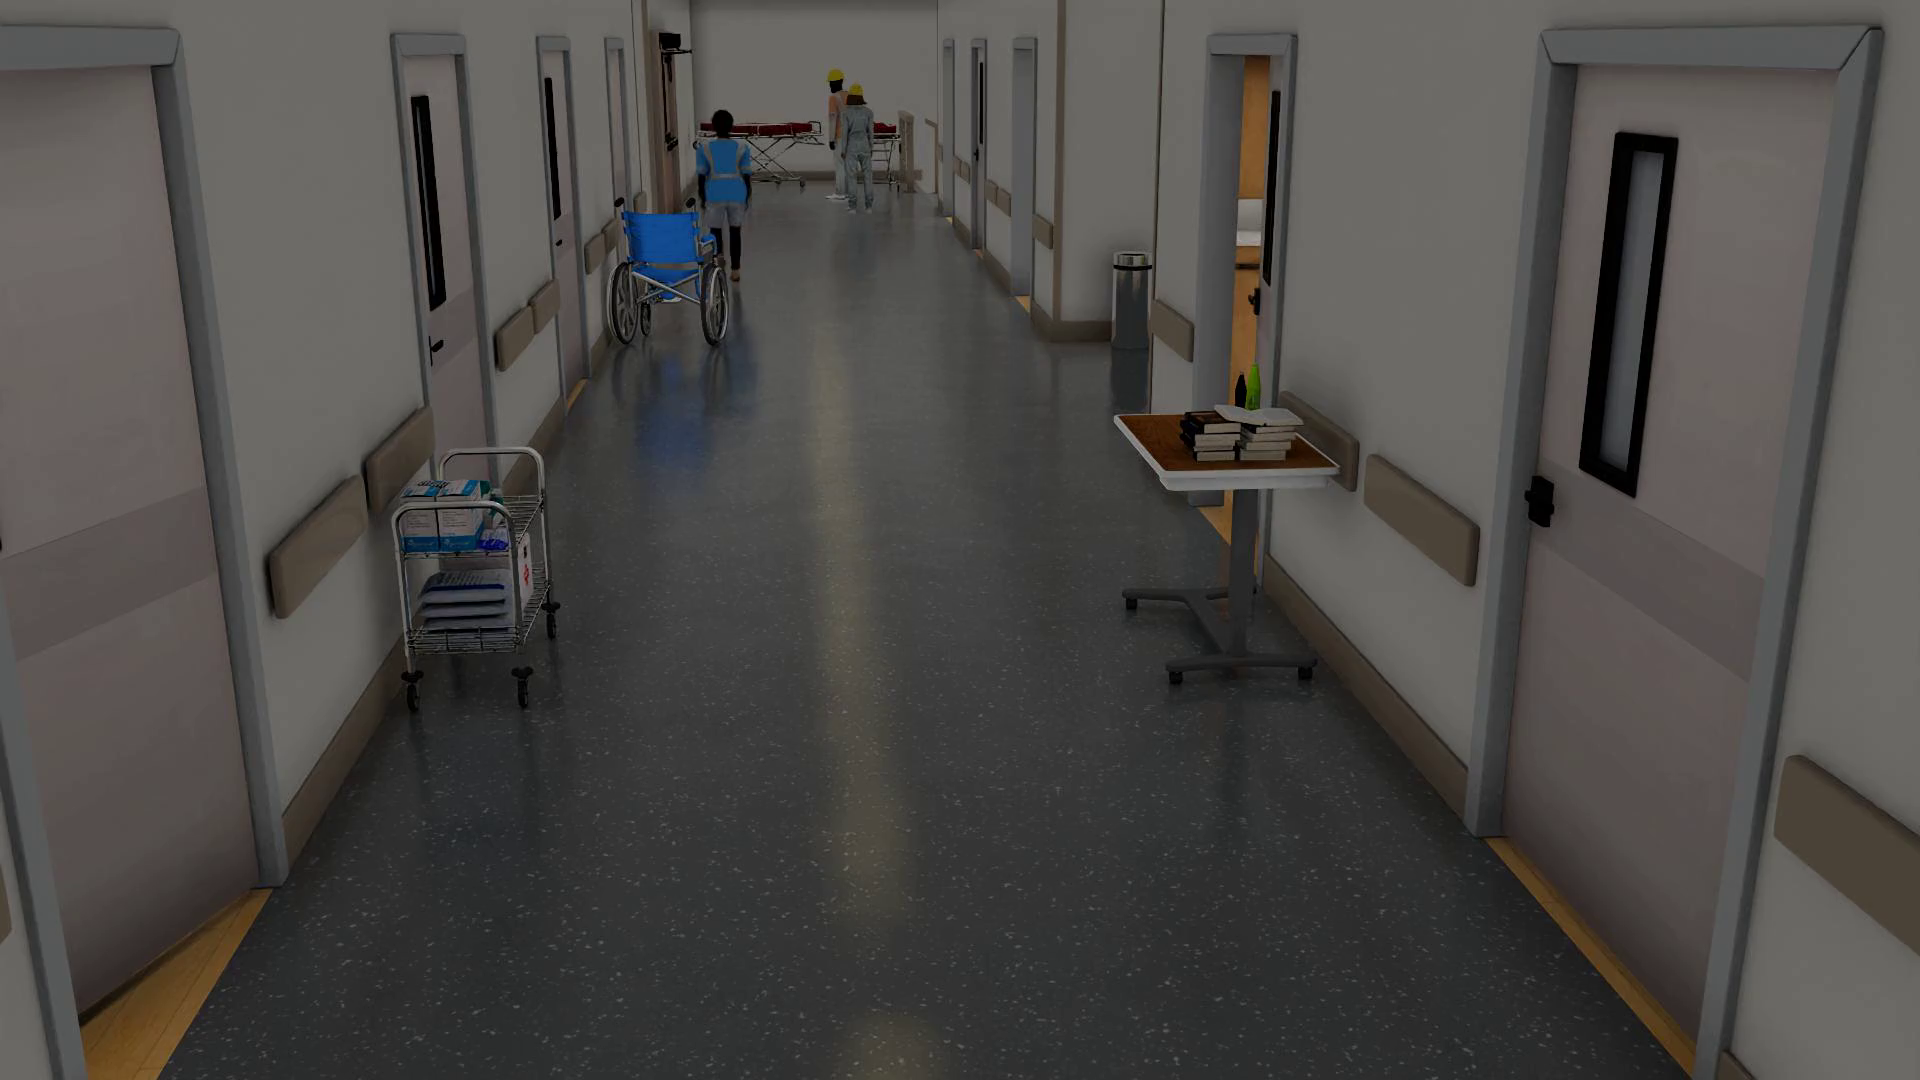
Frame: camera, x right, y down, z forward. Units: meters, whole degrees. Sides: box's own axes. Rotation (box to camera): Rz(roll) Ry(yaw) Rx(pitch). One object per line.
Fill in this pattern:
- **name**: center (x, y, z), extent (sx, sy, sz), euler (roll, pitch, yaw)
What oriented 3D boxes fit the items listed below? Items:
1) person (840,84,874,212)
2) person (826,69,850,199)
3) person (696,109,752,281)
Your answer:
- **person**: center (-1.437, -5.467, 23.232), extent (0.484, 1.745, 0.298), euler (-6, 18, -19)
- **person**: center (-1.821, -6.108, 25.078), extent (0.392, 1.918, 0.585), euler (9, 19, 26)
- **person**: center (-2.288, -3.331, 16.219), extent (0.538, 1.683, 0.585), euler (-3, 17, -11)
